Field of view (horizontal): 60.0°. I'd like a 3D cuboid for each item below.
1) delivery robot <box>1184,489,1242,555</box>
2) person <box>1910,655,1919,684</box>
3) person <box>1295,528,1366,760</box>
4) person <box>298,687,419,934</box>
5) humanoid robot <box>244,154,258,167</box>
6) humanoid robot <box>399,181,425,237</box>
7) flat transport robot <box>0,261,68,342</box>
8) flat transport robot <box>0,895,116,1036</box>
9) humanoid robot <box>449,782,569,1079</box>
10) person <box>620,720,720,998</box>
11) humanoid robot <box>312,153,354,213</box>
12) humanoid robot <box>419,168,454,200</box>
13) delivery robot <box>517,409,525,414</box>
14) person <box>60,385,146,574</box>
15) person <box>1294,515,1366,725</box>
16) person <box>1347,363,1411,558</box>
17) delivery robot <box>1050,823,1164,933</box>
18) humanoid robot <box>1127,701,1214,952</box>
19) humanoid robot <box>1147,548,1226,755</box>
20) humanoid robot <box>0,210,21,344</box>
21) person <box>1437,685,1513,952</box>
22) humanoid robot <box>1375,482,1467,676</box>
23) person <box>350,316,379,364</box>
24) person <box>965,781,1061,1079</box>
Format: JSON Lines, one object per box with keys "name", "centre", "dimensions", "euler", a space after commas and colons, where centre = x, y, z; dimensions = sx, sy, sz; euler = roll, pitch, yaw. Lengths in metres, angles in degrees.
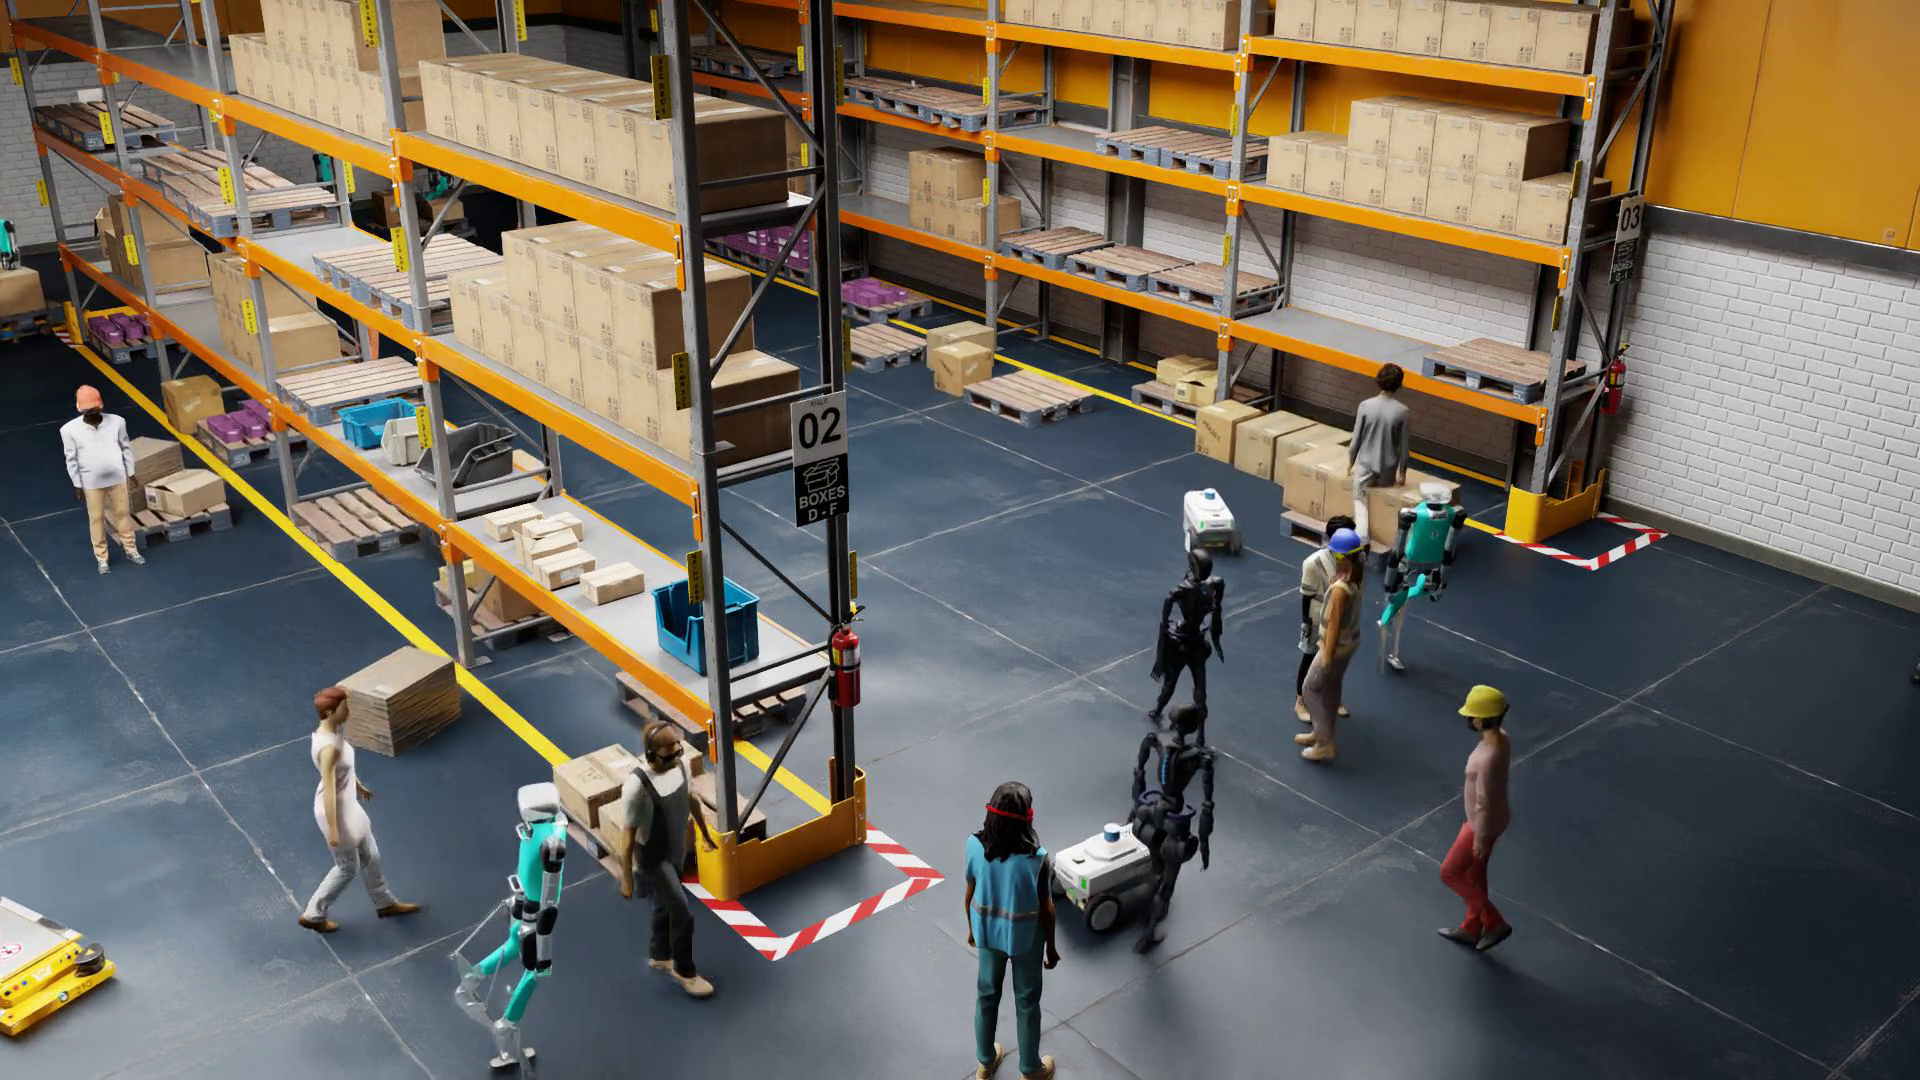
{"name": "delivery robot", "centre": [2.352, -0.174, 15.704], "dimensions": [0.499, 0.609, 0.805], "euler": [-2, 23, -5]}
{"name": "person", "centre": [7.815, 0.262, 12.954], "dimensions": [0.546, 1.926, 0.388], "euler": [13, 27, 28]}
{"name": "person", "centre": [2.677, 0.756, 11.994], "dimensions": [0.394, 1.762, 0.499], "euler": [14, 27, 29]}
{"name": "person", "centre": [-3.734, 1.656, 10.093], "dimensions": [0.713, 1.631, 0.502], "euler": [-7, 24, -17]}
{"name": "humanoid robot", "centre": [-11.041, -5.212, 26.014], "dimensions": [0.590, 1.627, 0.798], "euler": [12, 26, 25]}
{"name": "humanoid robot", "centre": [-8.009, -4.438, 24.155], "dimensions": [0.639, 1.631, 0.589], "euler": [-18, 29, -36]}
{"name": "flat transport robot", "centre": [-12.674, -2.820, 22.173], "dimensions": [0.659, 0.231, 1.431], "euler": [18, 29, 36]}
{"name": "flat transport robot", "centre": [-5.791, 2.475, 9.911], "dimensions": [1.431, 0.231, 0.659], "euler": [13, 26, 27]}
{"name": "humanoid robot", "centre": [-2.425, 2.185, 8.838], "dimensions": [0.807, 1.850, 0.532], "euler": [-11, 26, -23]}
{"name": "person", "centre": [-1.628, 1.809, 9.495], "dimensions": [0.658, 1.812, 0.663], "euler": [11, 26, 25]}
{"name": "humanoid robot", "centre": [-9.900, -5.542, 26.665], "dimensions": [0.535, 1.772, 0.977], "euler": [0, 23, 1]}
{"name": "humanoid robot", "centre": [-8.861, -6.023, 27.797], "dimensions": [0.909, 1.803, 0.550], "euler": [13, 26, 27]}
{"name": "delivery robot", "centre": [-4.771, -1.737, 19.284], "dimensions": [0.753, 0.579, 0.499], "euler": [14, 27, 30]}
{"name": "person", "centre": [-7.760, -0.570, 15.087], "dimensions": [0.563, 1.752, 0.334], "euler": [-18, 29, -36]}
{"name": "person", "centre": [2.778, 0.585, 12.498], "dimensions": [0.534, 1.692, 0.320], "euler": [-8, 25, -18]}
{"name": "person", "centre": [3.827, -0.697, 15.224], "dimensions": [0.557, 1.881, 0.608], "euler": [5, 24, 12]}
{"name": "delivery robot", "centre": [0.951, 2.062, 10.490], "dimensions": [0.757, 0.580, 0.499], "euler": [-15, 27, -31]}
{"name": "humanoid robot", "centre": [1.247, 1.682, 9.979], "dimensions": [0.607, 1.639, 0.454], "euler": [19, 30, 37]}
{"name": "humanoid robot", "centre": [1.665, 0.759, 12.187], "dimensions": [0.611, 1.617, 0.750], "euler": [-13, 27, -27]}
{"name": "humanoid robot", "centre": [-12.592, -3.406, 21.680], "dimensions": [0.534, 1.762, 0.836], "euler": [-1, 23, -2]}
{"name": "person", "centre": [3.094, 1.672, 9.897], "dimensions": [0.419, 1.745, 0.551], "euler": [11, 26, 23]}
{"name": "humanoid robot", "centre": [3.539, 0.332, 13.155], "dimensions": [0.541, 1.863, 0.804], "euler": [-3, 24, -7]}
{"name": "person", "centre": [-7.179, -2.722, 20.070], "dimensions": [0.497, 1.759, 0.333], "euler": [14, 27, 29]}
{"name": "person", "centre": [0.269, 2.104, 8.759], "dimensions": [0.514, 1.866, 0.392], "euler": [10, 25, 21]}
